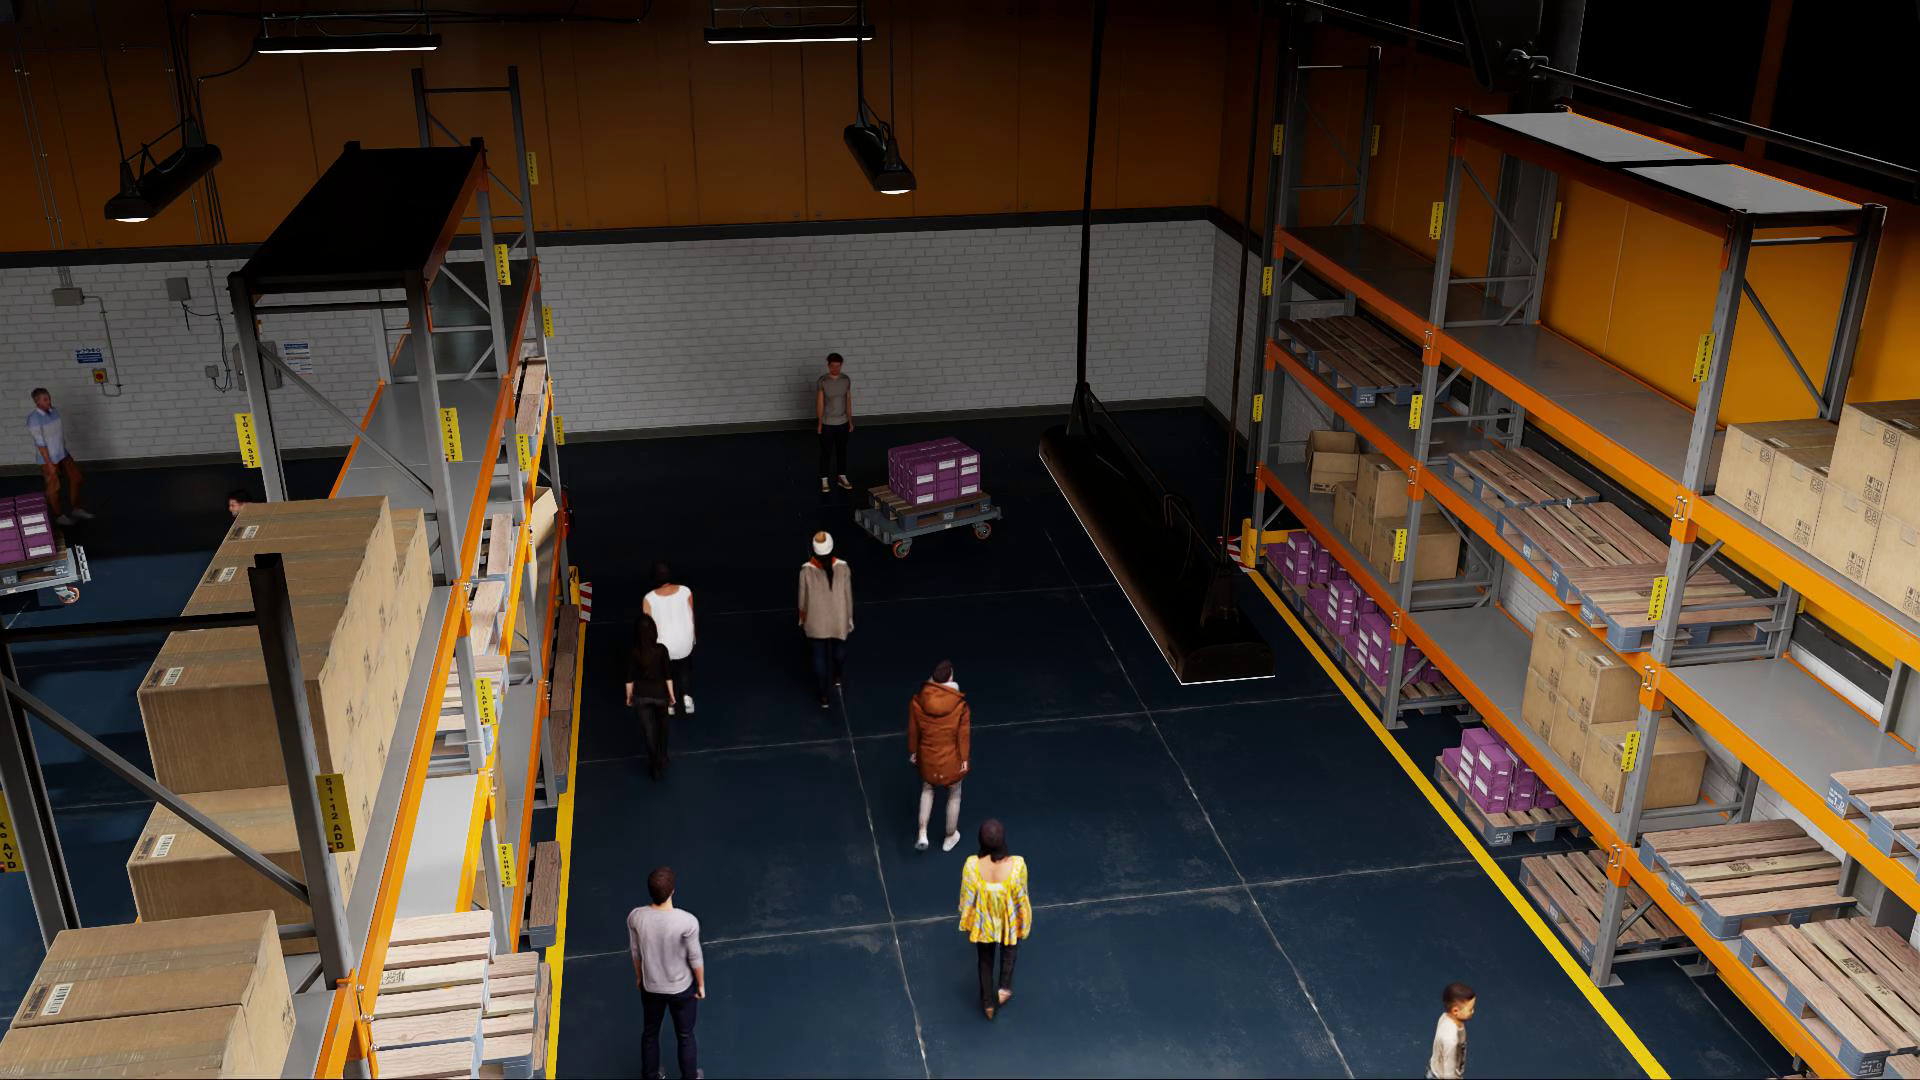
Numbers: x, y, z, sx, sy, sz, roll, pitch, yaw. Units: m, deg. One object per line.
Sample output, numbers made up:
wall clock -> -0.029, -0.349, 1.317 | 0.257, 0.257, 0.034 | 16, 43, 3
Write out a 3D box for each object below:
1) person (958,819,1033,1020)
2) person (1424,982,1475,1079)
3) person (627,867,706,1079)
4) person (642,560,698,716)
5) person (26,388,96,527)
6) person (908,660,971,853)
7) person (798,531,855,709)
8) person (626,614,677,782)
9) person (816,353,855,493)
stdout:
person -> 0.260, 2.825, 12.179 | 0.756, 1.640, 0.782 | 0, 24, 1
person -> 3.146, 3.506, 10.839 | 0.691, 1.465, 0.582 | 7, 24, 15
person -> -2.017, 3.043, 11.431 | 0.716, 1.841, 0.657 | 4, 24, 9
person -> -2.831, 0.995, 16.320 | 0.730, 1.677, 0.817 | -8, 25, -18
person -> -11.430, -1.049, 20.826 | 0.863, 1.813, 0.732 | 3, 24, 7
person -> -0.182, 1.882, 14.104 | 0.892, 1.827, 0.990 | 6, 24, 14
person -> -1.330, 0.798, 16.534 | 0.723, 1.866, 0.950 | -3, 24, -7
person -> -2.824, 1.476, 15.273 | 0.642, 1.633, 0.676 | -8, 25, -17
person -> -1.662, -1.574, 21.934 | 0.691, 1.888, 0.621 | -8, 25, -19
